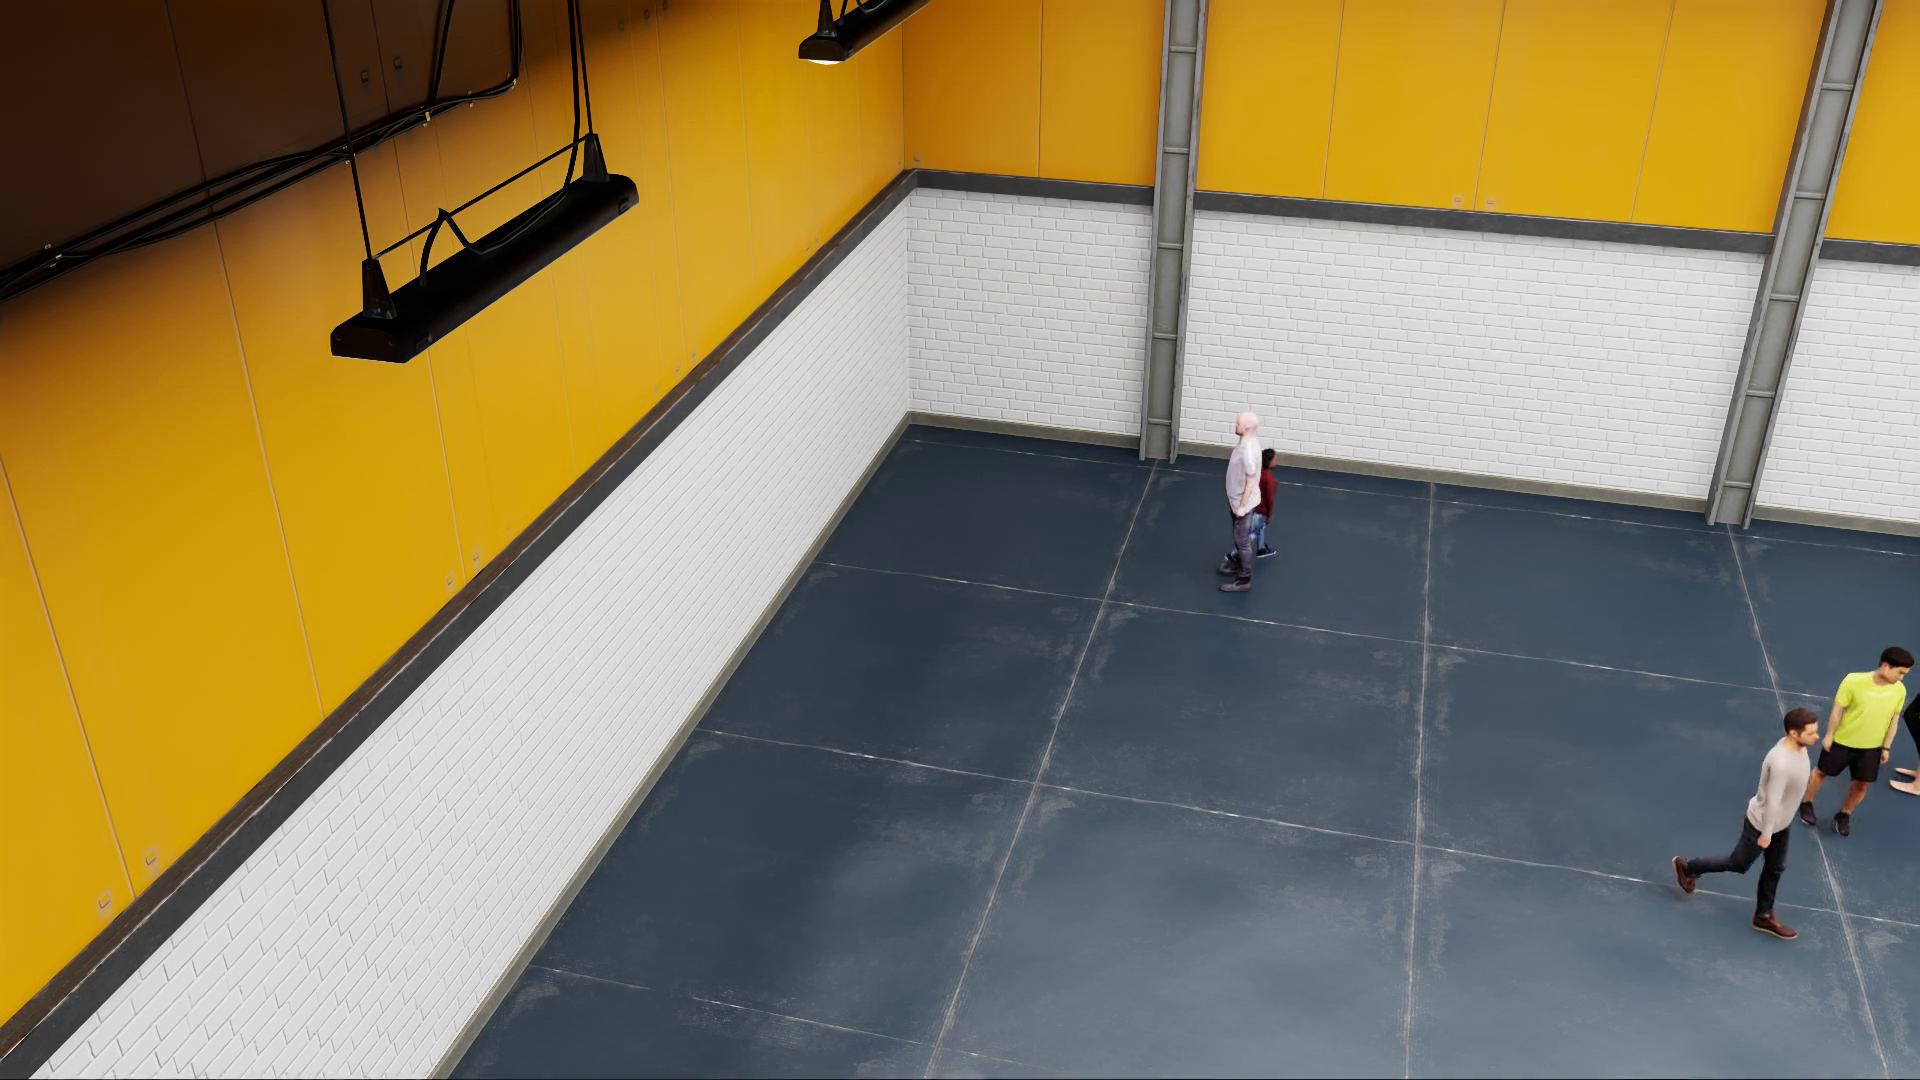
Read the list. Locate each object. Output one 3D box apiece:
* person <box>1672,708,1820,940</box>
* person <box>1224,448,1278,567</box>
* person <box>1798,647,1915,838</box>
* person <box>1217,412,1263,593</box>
[{"bbox_3d":[5.553,1.921,11.620,1.229,1.842,0.988,24,37,37],"label":"person"},{"bbox_3d":[2.872,-0.305,16.339,0.939,1.229,0.829,-12,31,-21],"label":"person"},{"bbox_3d":[6.793,1.469,12.621,0.548,1.677,0.673,11,31,20],"label":"person"},{"bbox_3d":[2.706,-0.382,15.852,0.614,1.831,0.696,3,29,6],"label":"person"}]
